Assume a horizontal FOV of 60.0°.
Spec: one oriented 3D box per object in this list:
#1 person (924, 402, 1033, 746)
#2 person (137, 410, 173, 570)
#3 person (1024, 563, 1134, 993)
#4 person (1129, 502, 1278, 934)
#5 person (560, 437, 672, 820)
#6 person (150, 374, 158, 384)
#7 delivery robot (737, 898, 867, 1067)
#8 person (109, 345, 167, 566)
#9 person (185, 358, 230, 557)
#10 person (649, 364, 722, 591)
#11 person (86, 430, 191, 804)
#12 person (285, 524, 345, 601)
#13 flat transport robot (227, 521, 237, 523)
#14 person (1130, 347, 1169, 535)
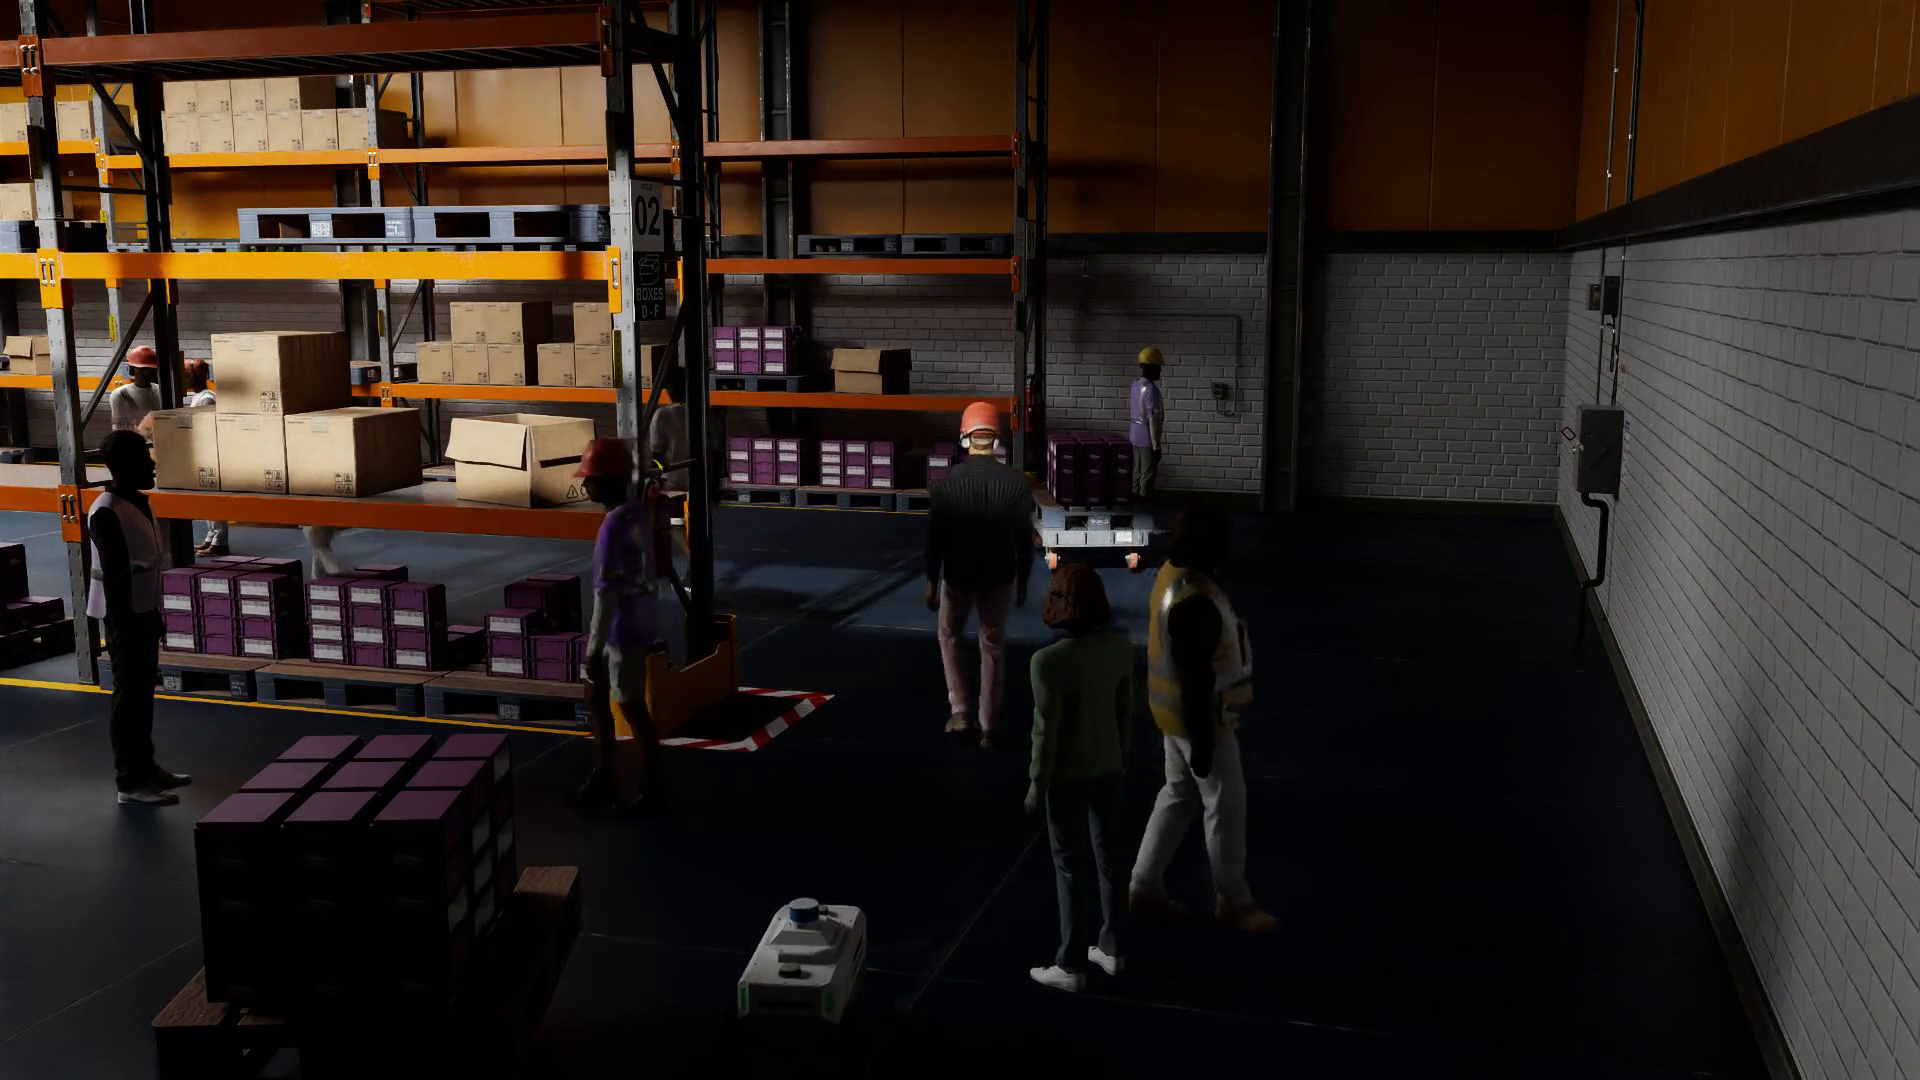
[{"bbox_3d":[0.101,0.193,9.578,0.657,1.976,0.511,-2,10,-11],"label":"person"},{"bbox_3d":[-6.398,-0.213,13.176,0.607,1.617,0.340,-4,10,-22],"label":"person"},{"bbox_3d":[0.453,0.898,6.323,0.501,1.633,0.285,-7,12,-38],"label":"person"},{"bbox_3d":[0.976,0.729,6.852,0.652,1.808,0.690,0,9,-2],"label":"person"},{"bbox_3d":[-1.771,0.450,8.210,0.734,1.909,0.564,0,9,-2],"label":"person"},{"bbox_3d":[-7.938,-0.835,16.328,0.431,1.832,0.642,-9,13,-43],"label":"person"},{"bbox_3d":[-0.535,1.483,5.754,0.477,0.478,0.707,1,9,5],"label":"delivery robot"},{"bbox_3d":[-7.347,-0.741,15.081,0.387,2.039,0.614,4,10,25],"label":"person"},{"bbox_3d":[-7.163,-0.781,15.795,0.354,1.886,0.572,-6,11,-30],"label":"person"},{"bbox_3d":[-2.237,-0.480,13.810,0.629,1.941,0.706,-8,12,-40],"label":"person"},{"bbox_3d":[-4.251,0.392,8.544,0.389,1.919,0.592,-2,10,-13],"label":"person"},{"bbox_3d":[-5.101,-0.241,13.351,0.785,1.610,0.519,5,11,28],"label":"person"},{"bbox_3d":[-7.102,-0.302,17.788,1.431,0.197,0.652,3,10,19],"label":"flat transport robot"},{"bbox_3d":[1.934,-1.019,17.115,0.359,1.930,0.587,-2,10,-15],"label":"person"}]
